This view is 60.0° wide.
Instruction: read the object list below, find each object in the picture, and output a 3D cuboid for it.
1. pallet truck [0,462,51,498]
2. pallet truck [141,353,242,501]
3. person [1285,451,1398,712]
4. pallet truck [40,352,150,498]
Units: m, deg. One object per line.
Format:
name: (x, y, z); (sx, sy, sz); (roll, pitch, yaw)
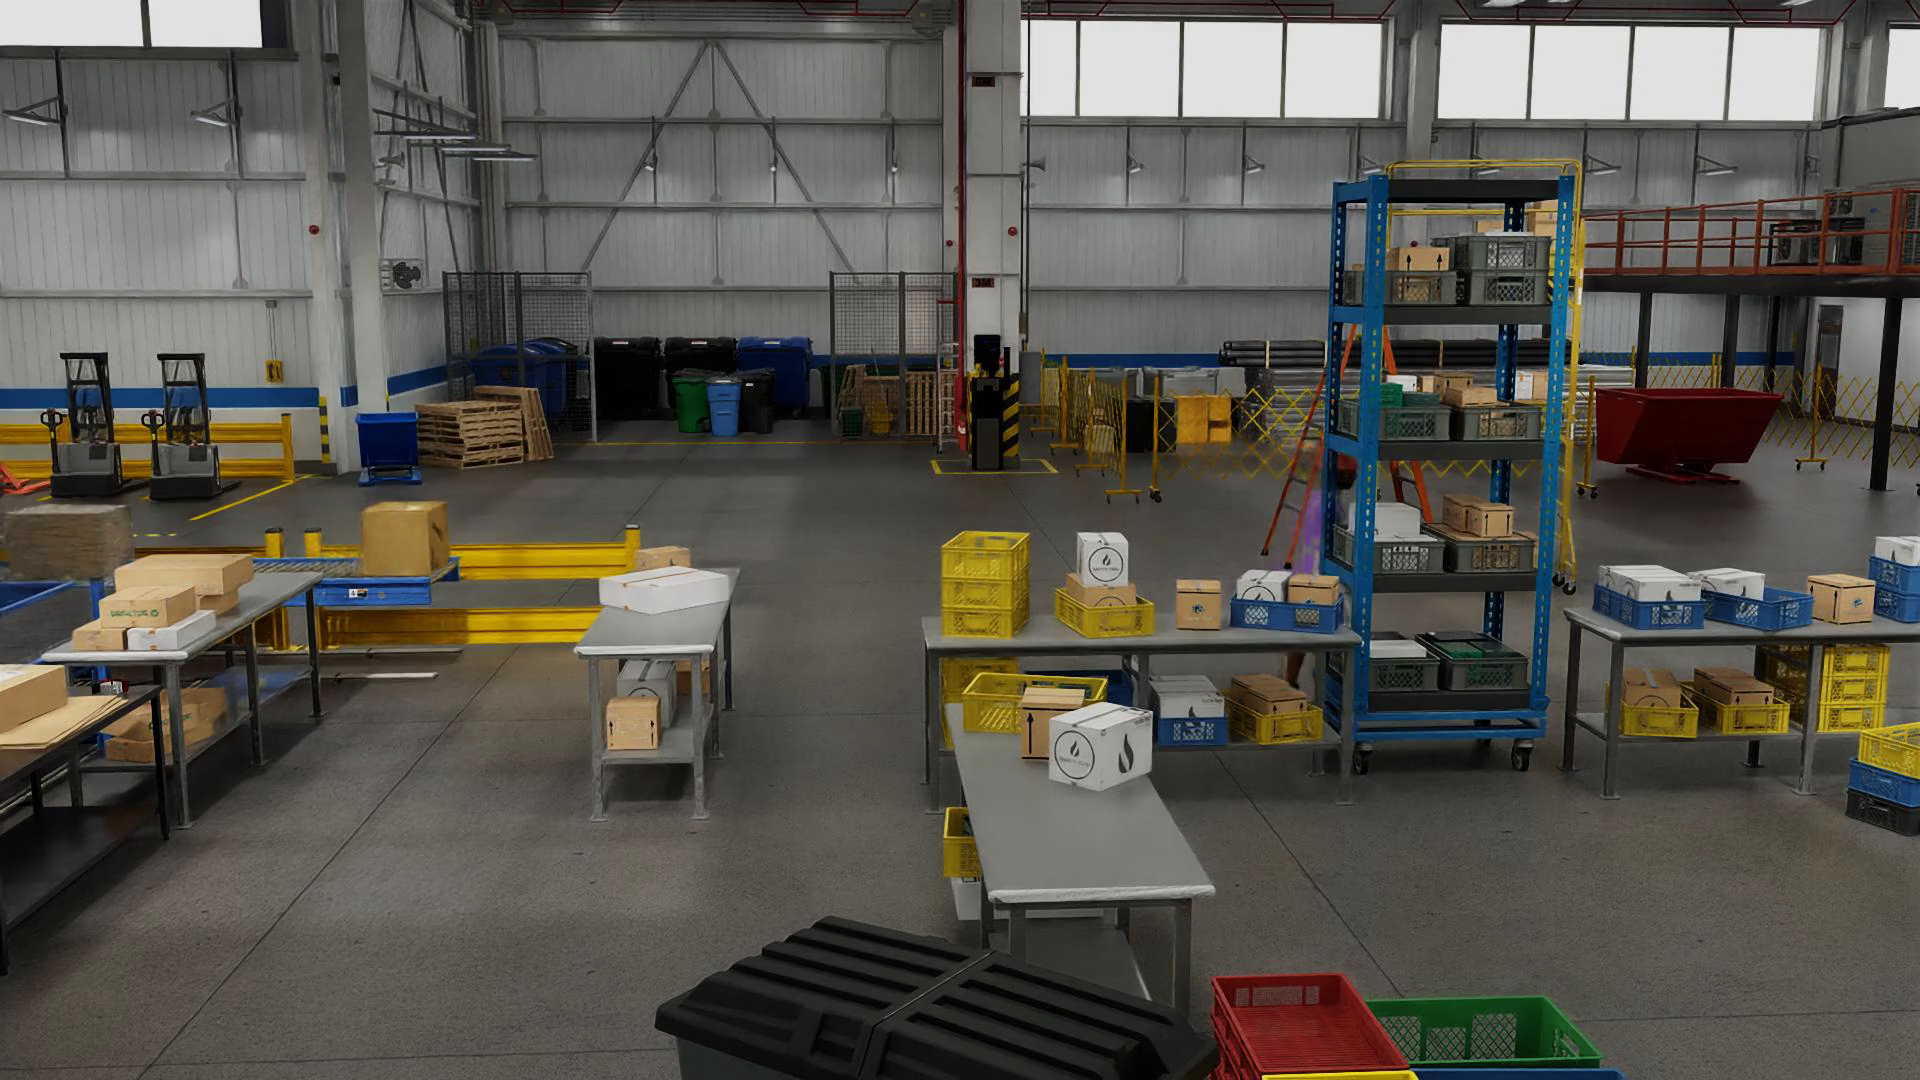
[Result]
pallet truck: (-13.193, -1.293, 23.148); (0.653, 1.274, 1.630); (-1, 9, -4)
pallet truck: (-10.520, -1.604, 22.925); (0.823, 1.965, 1.885); (-1, 9, -6)
person: (2.634, 0.279, 11.409); (0.934, 1.892, 0.571); (1, 9, 6)
pallet truck: (-11.907, -1.642, 23.165); (0.823, 1.965, 1.885); (0, 9, 0)
